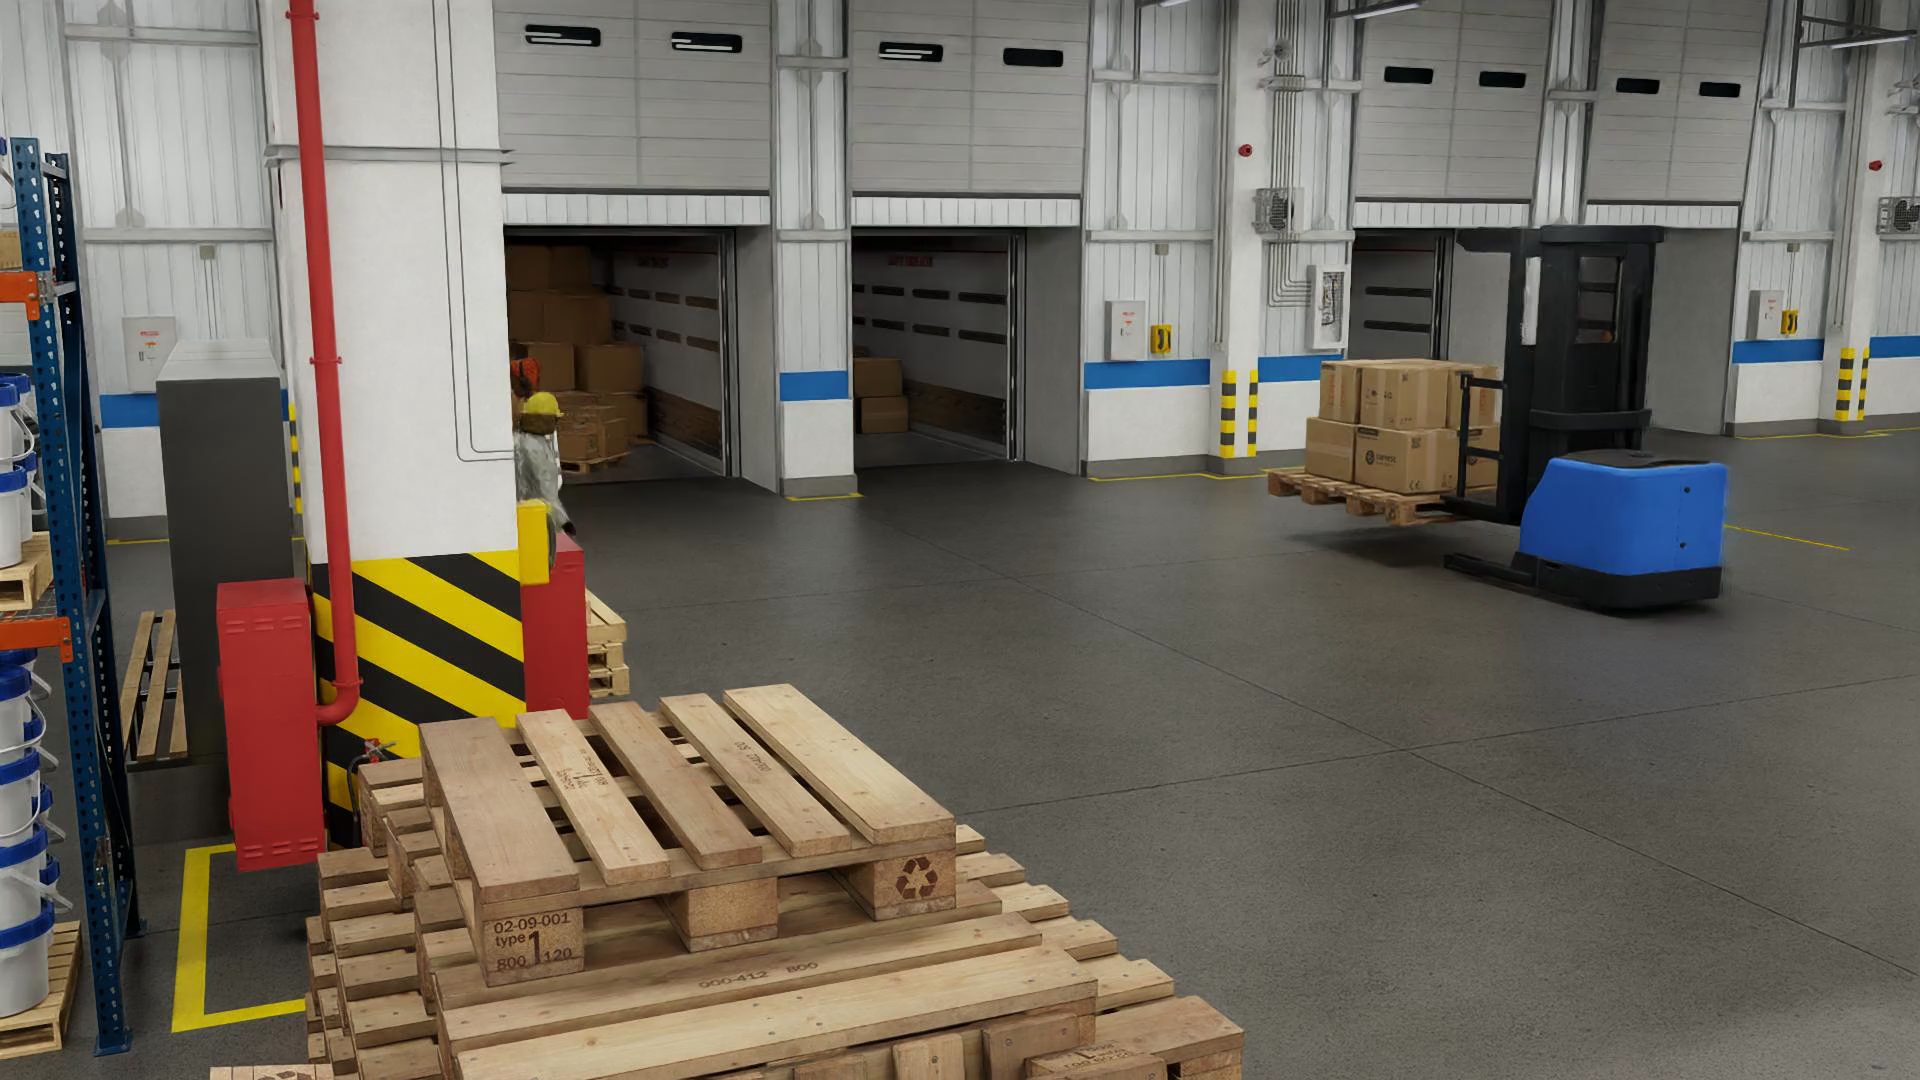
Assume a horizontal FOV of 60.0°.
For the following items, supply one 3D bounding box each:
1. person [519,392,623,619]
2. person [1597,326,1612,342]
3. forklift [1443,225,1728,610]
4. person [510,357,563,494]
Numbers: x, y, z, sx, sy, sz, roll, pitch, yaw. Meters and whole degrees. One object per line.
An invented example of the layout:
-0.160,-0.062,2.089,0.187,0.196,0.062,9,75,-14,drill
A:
-2.789,-0.146,11.256,0.871,1.694,0.493,-1,10,-6,person
8.149,-1.877,20.991,0.369,1.627,0.522,-5,12,-28,person
4.841,-1.011,12.756,1.129,2.768,1.873,-4,11,-23,forklift
-3.049,-0.372,11.980,0.362,1.886,0.575,-3,11,-15,person
